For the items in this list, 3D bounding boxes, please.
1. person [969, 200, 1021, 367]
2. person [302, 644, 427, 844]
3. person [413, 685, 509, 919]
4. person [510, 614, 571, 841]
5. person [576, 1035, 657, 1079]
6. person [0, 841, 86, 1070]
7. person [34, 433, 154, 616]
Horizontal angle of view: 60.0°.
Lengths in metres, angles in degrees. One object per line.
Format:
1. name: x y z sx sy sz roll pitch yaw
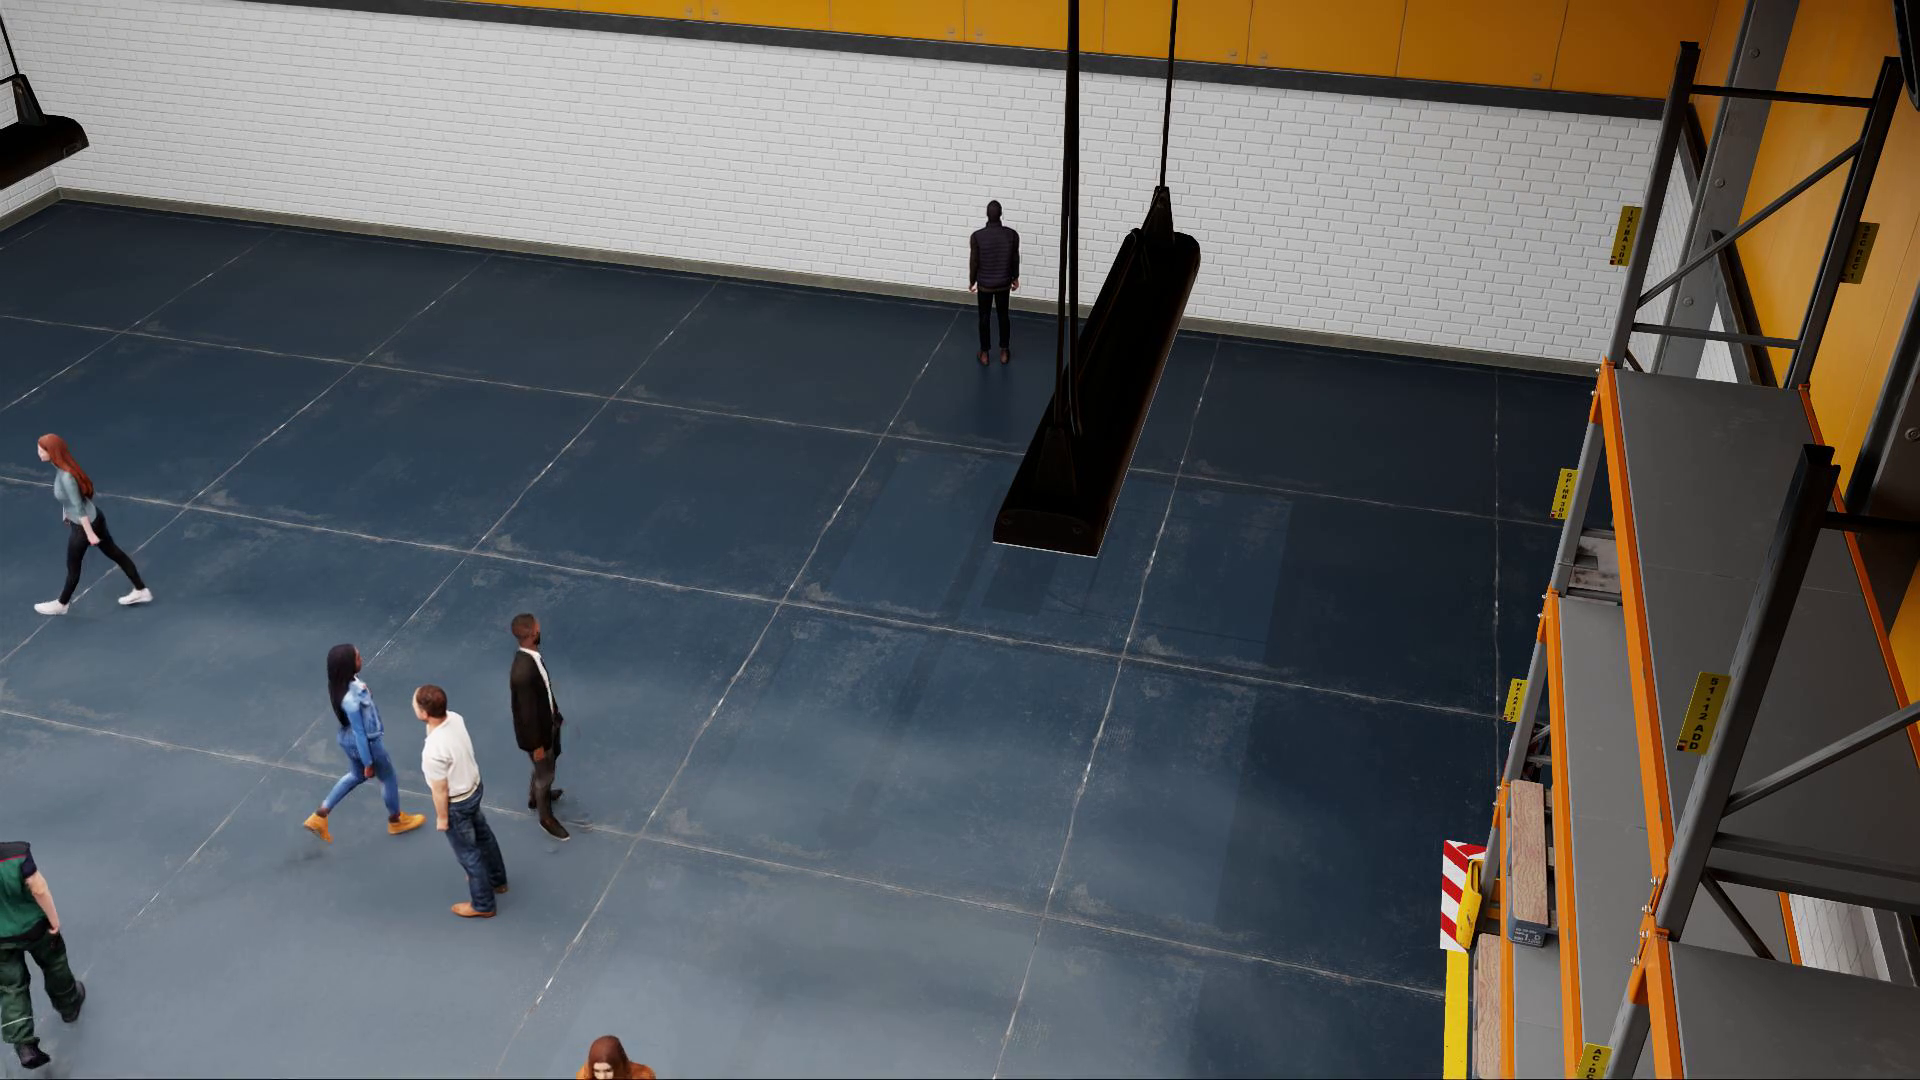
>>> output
1. person: 0.356 -2.745 17.725 0.775 1.835 0.724 -5 34 -7
2. person: -4.235 1.462 11.528 1.106 1.688 1.025 -17 37 -24
3. person: -3.291 1.715 11.003 0.756 1.848 0.574 2 34 3
4. person: -2.954 1.348 11.621 0.856 1.776 0.653 7 34 10
5. person: -1.775 3.162 8.972 0.812 1.686 1.053 -2 34 -3
6. person: -5.703 2.380 9.980 1.047 1.873 1.198 -10 35 -15
7. person: -7.214 -0.126 13.909 1.097 1.697 1.127 -13 36 -18
